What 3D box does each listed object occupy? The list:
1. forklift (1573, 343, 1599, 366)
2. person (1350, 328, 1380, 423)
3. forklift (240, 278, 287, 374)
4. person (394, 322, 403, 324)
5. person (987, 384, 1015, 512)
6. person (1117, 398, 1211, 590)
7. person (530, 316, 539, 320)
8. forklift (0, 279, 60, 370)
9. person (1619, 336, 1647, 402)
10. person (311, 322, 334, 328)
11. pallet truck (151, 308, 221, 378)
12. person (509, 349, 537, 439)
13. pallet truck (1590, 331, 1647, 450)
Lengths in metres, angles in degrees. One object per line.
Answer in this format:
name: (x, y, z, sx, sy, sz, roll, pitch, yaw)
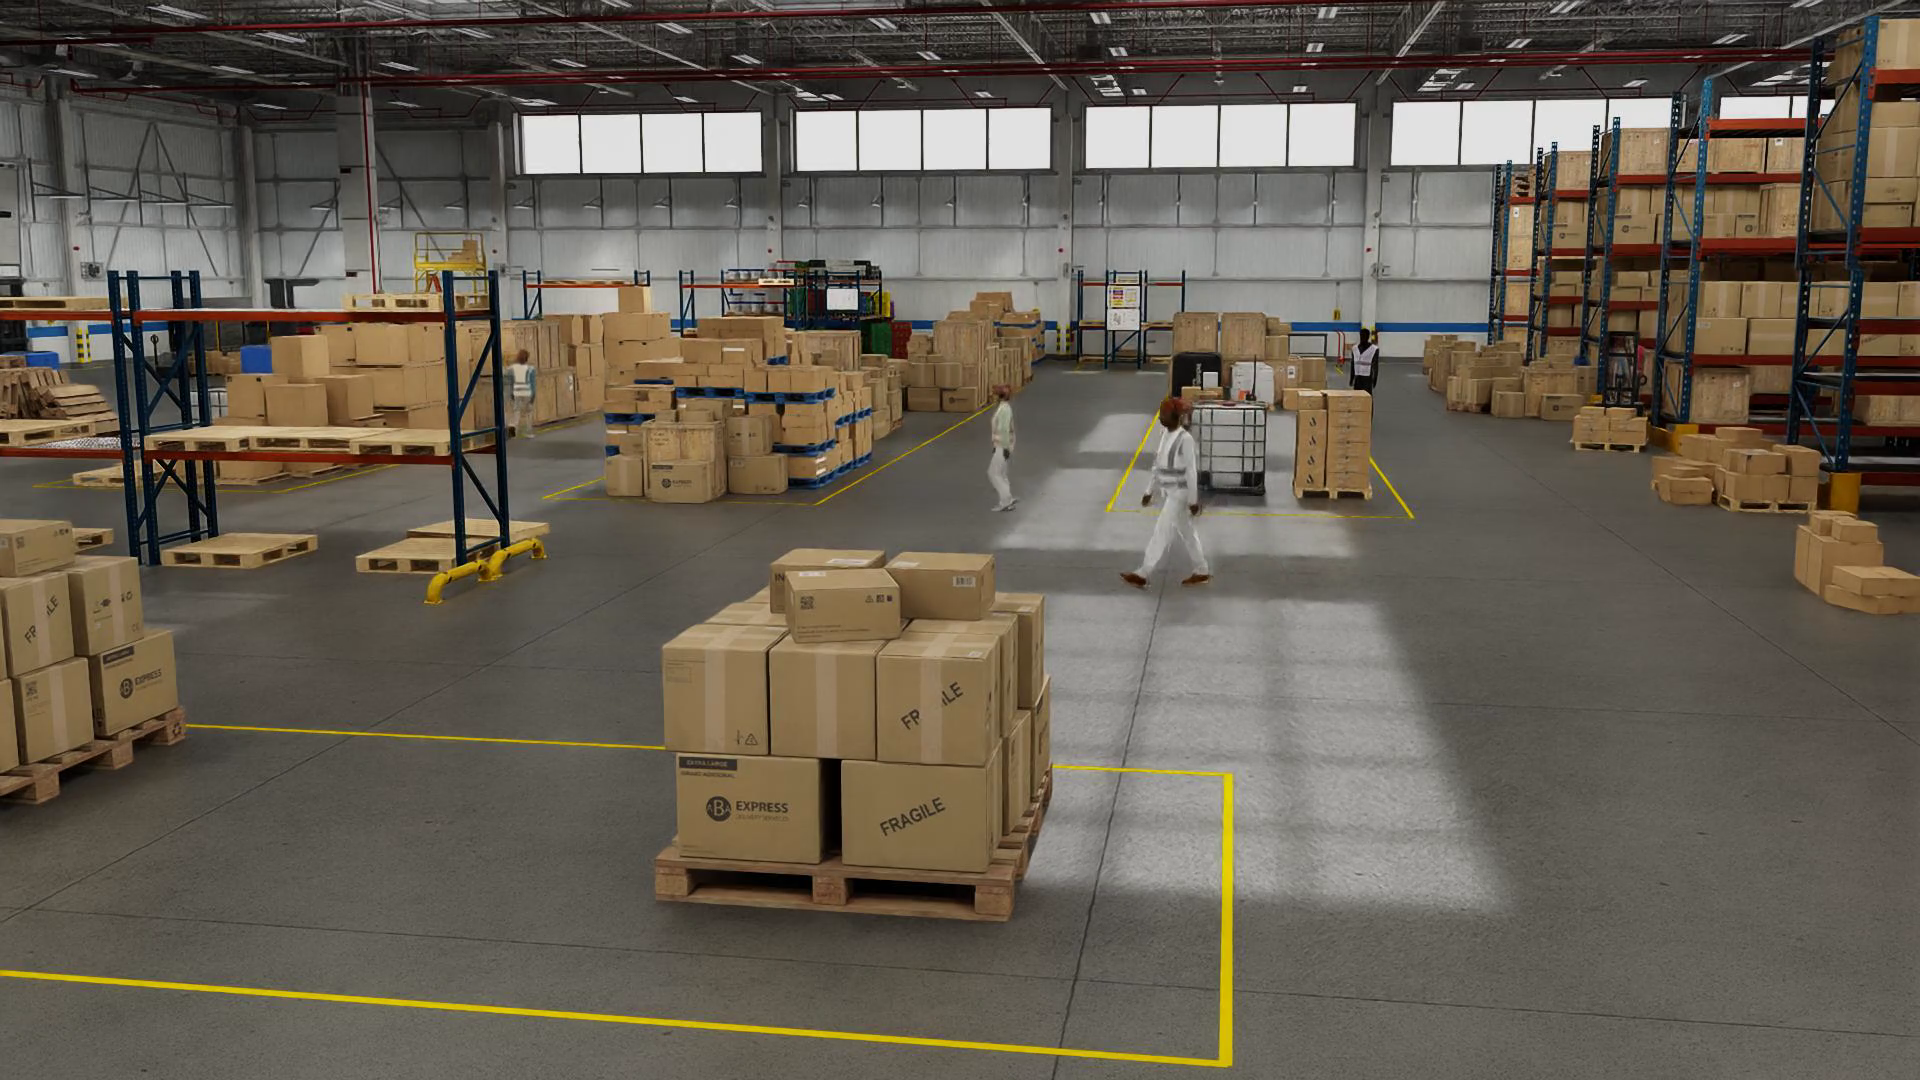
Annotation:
forklift: (14.496, -4.450, 37.362, 1.873, 2.768, 1.129, 1, 9, 9)
person: (7.901, -3.175, 32.497, 0.396, 1.911, 0.587, -9, 13, -43)
forklift: (-17.626, -5.370, 43.033, 1.873, 2.768, 1.129, -3, 10, -18)
person: (-13.742, -4.540, 40.811, 0.542, 1.939, 0.368, 2, 9, 13)
person: (0.499, -1.143, 20.829, 0.386, 1.619, 0.537, -1, 9, -8)
person: (1.983, -0.437, 15.828, 0.998, 1.829, 0.577, -2, 9, -12)
person: (-10.559, -4.601, 41.263, 0.647, 1.906, 0.819, 3, 10, 17)
forklift: (-22.592, -4.798, 39.505, 1.873, 2.768, 1.129, 1, 9, 9)
person: (13.046, -3.124, 32.383, 0.634, 1.839, 0.429, -6, 11, -31)
person: (-18.634, -5.805, 48.690, 0.627, 1.917, 0.630, -2, 10, -14)
pallet truck: (-21.869, -5.598, 47.154, 0.823, 1.965, 1.885, 4, 10, 26)
person: (-7.856, -2.607, 29.855, 0.524, 1.620, 0.454, 2, 9, 10)
pallet truck: (11.253, -2.573, 28.499, 0.823, 1.965, 1.885, 5, 10, 27)
